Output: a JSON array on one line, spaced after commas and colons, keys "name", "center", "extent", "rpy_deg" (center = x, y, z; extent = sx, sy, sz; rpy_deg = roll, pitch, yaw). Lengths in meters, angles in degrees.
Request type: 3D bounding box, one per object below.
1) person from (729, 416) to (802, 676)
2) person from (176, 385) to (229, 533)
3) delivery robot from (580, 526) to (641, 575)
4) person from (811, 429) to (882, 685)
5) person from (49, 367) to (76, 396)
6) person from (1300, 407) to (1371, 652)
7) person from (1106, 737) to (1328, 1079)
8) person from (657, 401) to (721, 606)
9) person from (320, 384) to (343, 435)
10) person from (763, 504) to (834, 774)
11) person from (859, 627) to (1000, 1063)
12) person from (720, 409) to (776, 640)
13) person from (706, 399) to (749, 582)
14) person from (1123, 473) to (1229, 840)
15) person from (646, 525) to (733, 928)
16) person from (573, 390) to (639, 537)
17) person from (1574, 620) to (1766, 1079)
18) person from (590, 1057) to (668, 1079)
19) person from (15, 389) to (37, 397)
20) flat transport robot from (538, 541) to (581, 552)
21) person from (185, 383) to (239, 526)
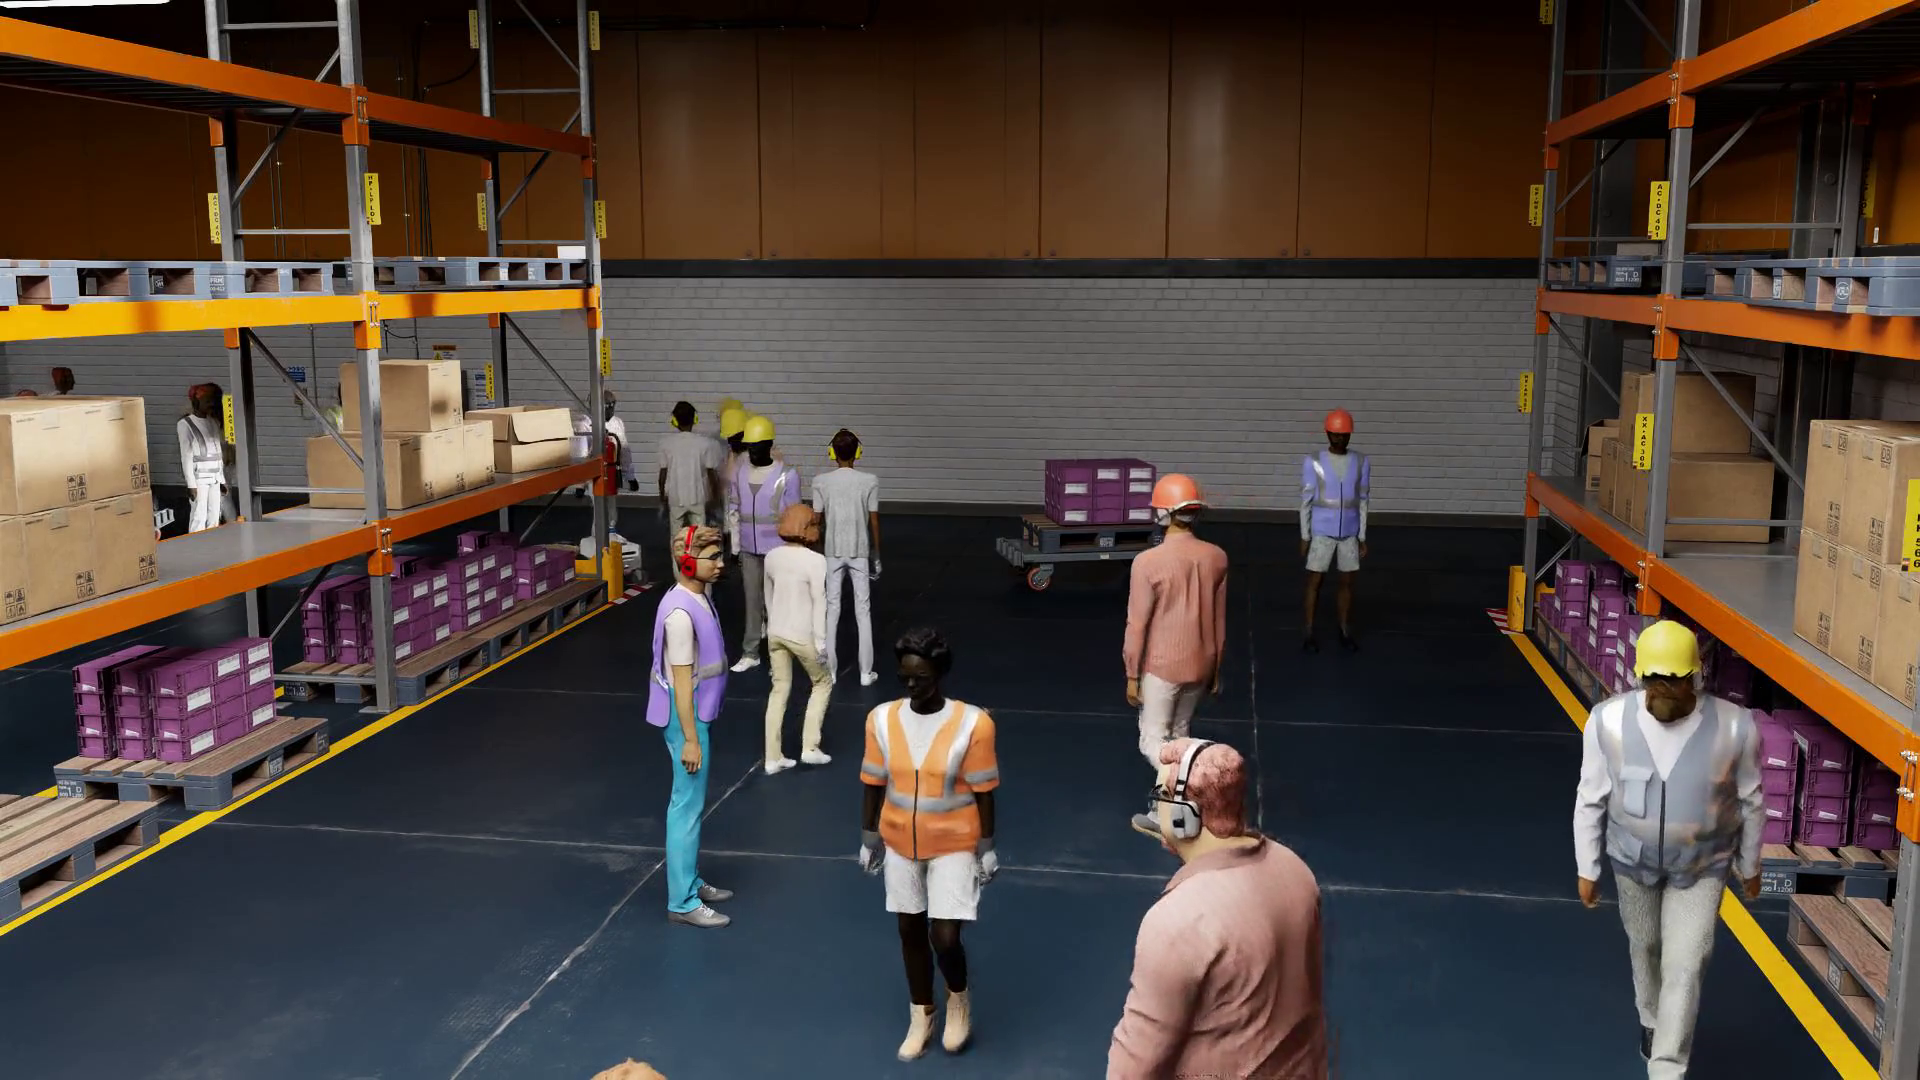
[{"name": "person", "center": [-1.450, 0.047, 12.308], "extent": [0.589, 1.928, 0.384], "rpy_deg": [4, 10, 23]}, {"name": "person", "center": [-7.379, -0.573, 16.268], "extent": [0.355, 1.883, 0.576], "rpy_deg": [1, 9, 8]}, {"name": "delivery robot", "center": [-3.328, 0.112, 15.840], "extent": [0.477, 0.478, 0.707], "rpy_deg": [-7, 11, -37]}, {"name": "person", "center": [-0.831, 0.126, 12.067], "extent": [0.531, 1.856, 0.369], "rpy_deg": [1, 9, 3]}, {"name": "person", "center": [-10.417, -1.104, 19.583], "extent": [0.655, 1.864, 0.617], "rpy_deg": [-7, 12, -37]}, {"name": "person", "center": [2.947, -0.079, 13.055], "extent": [0.551, 1.935, 0.369], "rpy_deg": [-1, 9, -5]}, {"name": "person", "center": [0.579, 1.409, 4.117], "extent": [0.903, 1.861, 0.652], "rpy_deg": [6, 11, 33]}, {"name": "person", "center": [-2.416, -0.309, 14.777], "extent": [0.570, 1.839, 0.577], "rpy_deg": [-2, 9, -11]}, {"name": "person", "center": [-6.510, -0.793, 17.815], "extent": [0.444, 1.829, 0.644], "rpy_deg": [4, 10, 22]}, {"name": "person", "center": [-0.957, 0.589, 9.926], "extent": [0.569, 1.605, 0.526], "rpy_deg": [7, 12, 38]}, {"name": "person", "center": [-0.130, 1.151, 6.247], "extent": [0.547, 1.679, 0.377], "rpy_deg": [4, 10, 22]}, {"name": "person", "center": [-1.693, -0.123, 13.473], "extent": [0.508, 1.882, 0.624], "rpy_deg": [-8, 12, -40]}, {"name": "person", "center": [-2.116, -0.448, 15.812], "extent": [0.908, 1.787, 0.589], "rpy_deg": [3, 10, 20]}, {"name": "person", "center": [1.140, 0.649, 8.477], "extent": [0.618, 1.971, 0.768], "rpy_deg": [-6, 11, -32]}, {"name": "person", "center": [-1.248, 0.843, 7.650], "extent": [0.372, 1.843, 0.570], "rpy_deg": [-1, 9, -4]}, {"name": "person", "center": [-3.483, -0.579, 16.523], "extent": [0.646, 1.813, 0.621], "rpy_deg": [4, 10, 24]}, {"name": "person", "center": [2.528, 1.149, 5.965], "extent": [0.616, 1.771, 0.984], "rpy_deg": [6, 11, 31]}, {"name": "person", "center": [-0.576, 1.704, 2.990], "extent": [0.507, 1.631, 0.280], "rpy_deg": [-1, 9, -6]}, {"name": "person", "center": [-8.568, -0.444, 15.405], "extent": [0.651, 1.905, 0.409], "rpy_deg": [-7, 12, -38]}, {"name": "flat transport robot", "center": [-4.180, 0.219, 16.339], "extent": [0.652, 0.197, 1.431], "rpy_deg": [6, 11, 31]}, {"name": "person", "center": [-8.118, -0.838, 18.259], "extent": [0.941, 1.783, 0.696], "rpy_deg": [7, 12, 37]}]
